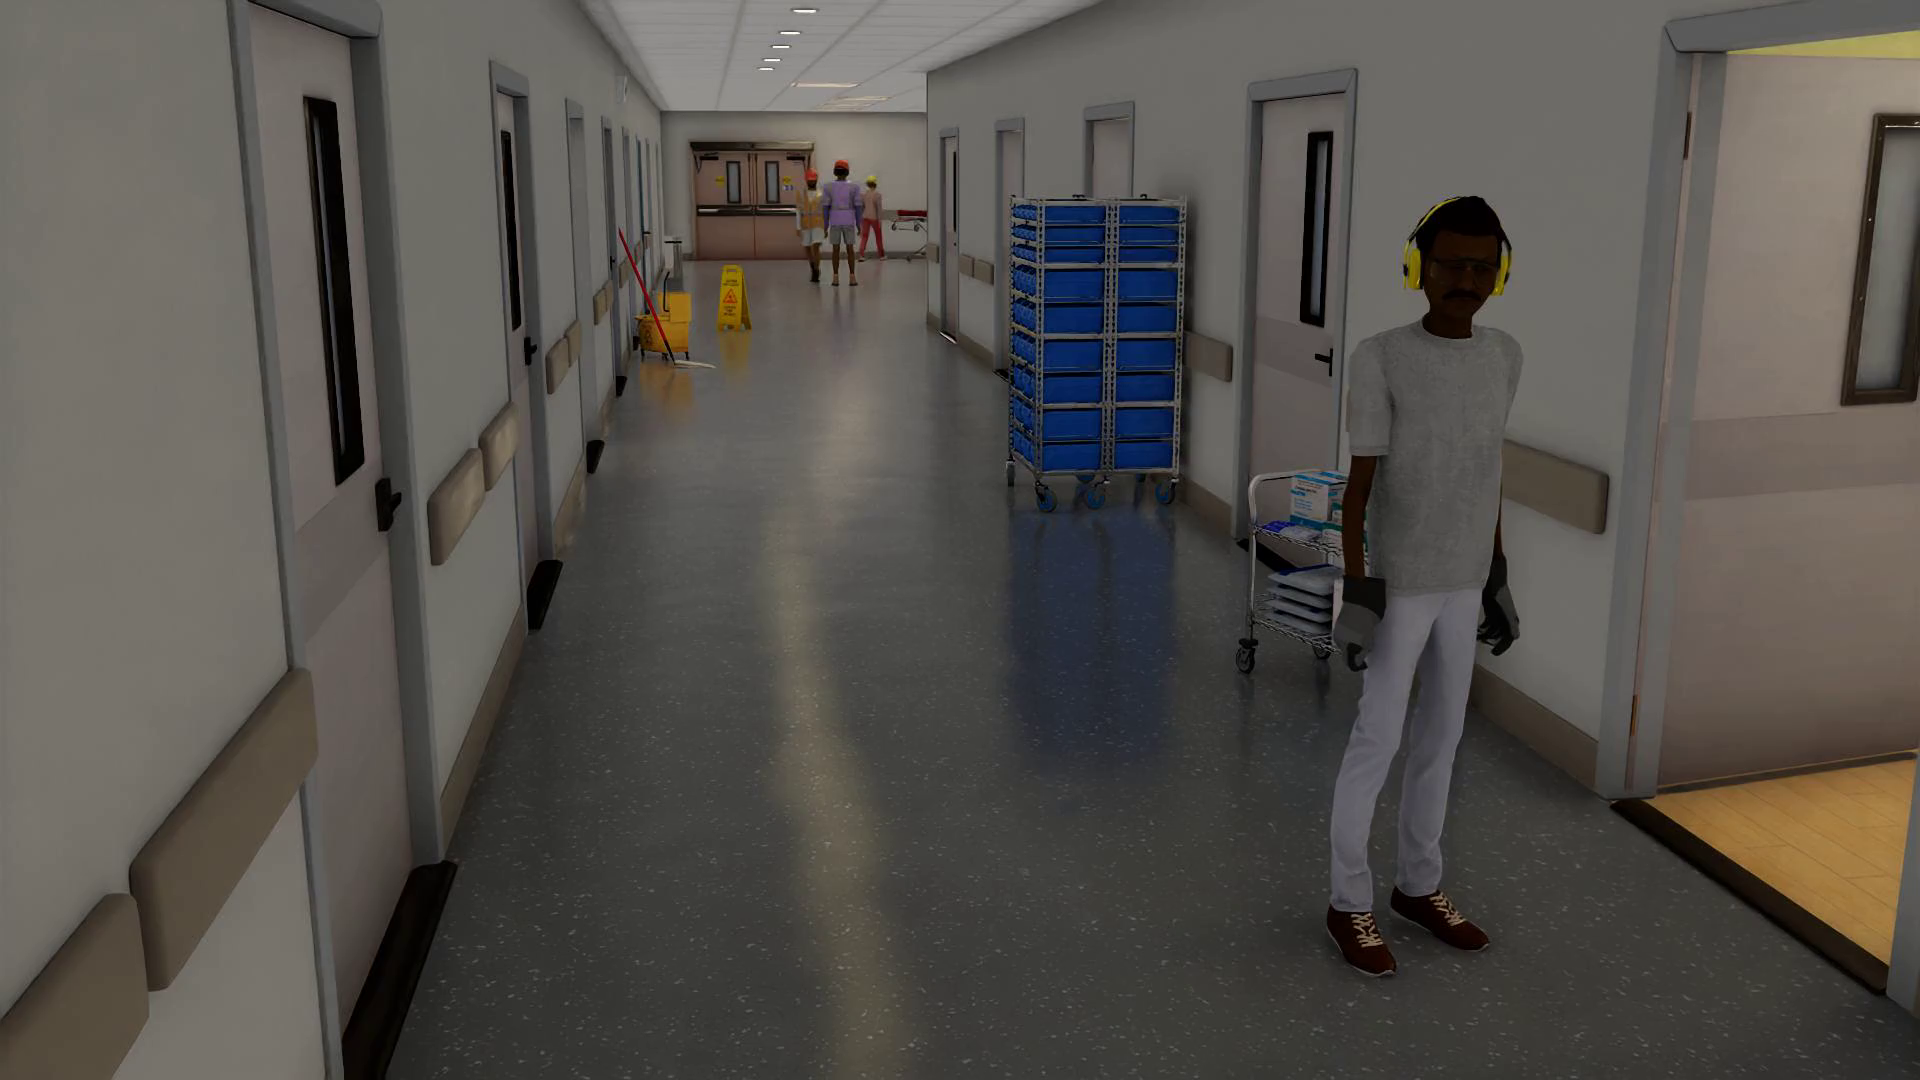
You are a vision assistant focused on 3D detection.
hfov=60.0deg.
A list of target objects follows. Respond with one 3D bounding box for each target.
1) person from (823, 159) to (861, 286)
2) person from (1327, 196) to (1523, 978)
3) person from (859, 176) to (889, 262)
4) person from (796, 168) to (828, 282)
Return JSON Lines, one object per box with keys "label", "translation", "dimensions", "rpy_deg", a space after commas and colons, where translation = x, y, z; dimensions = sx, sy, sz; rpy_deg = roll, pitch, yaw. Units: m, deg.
{"label": "person", "translation": [-1.914, -5.154, 27.036], "dimensions": [0.614, 2.039, 0.390], "rpy_deg": [-1, 13, -3]}
{"label": "person", "translation": [1.135, 0.119, 4.013], "dimensions": [0.534, 1.864, 0.313], "rpy_deg": [-6, 14, -26]}
{"label": "person", "translation": [-1.796, -6.558, 33.987], "dimensions": [0.542, 1.725, 0.822], "rpy_deg": [7, 14, 27]}
{"label": "person", "translation": [-2.492, -5.342, 28.205], "dimensions": [0.553, 1.904, 0.897], "rpy_deg": [1, 13, 5]}
